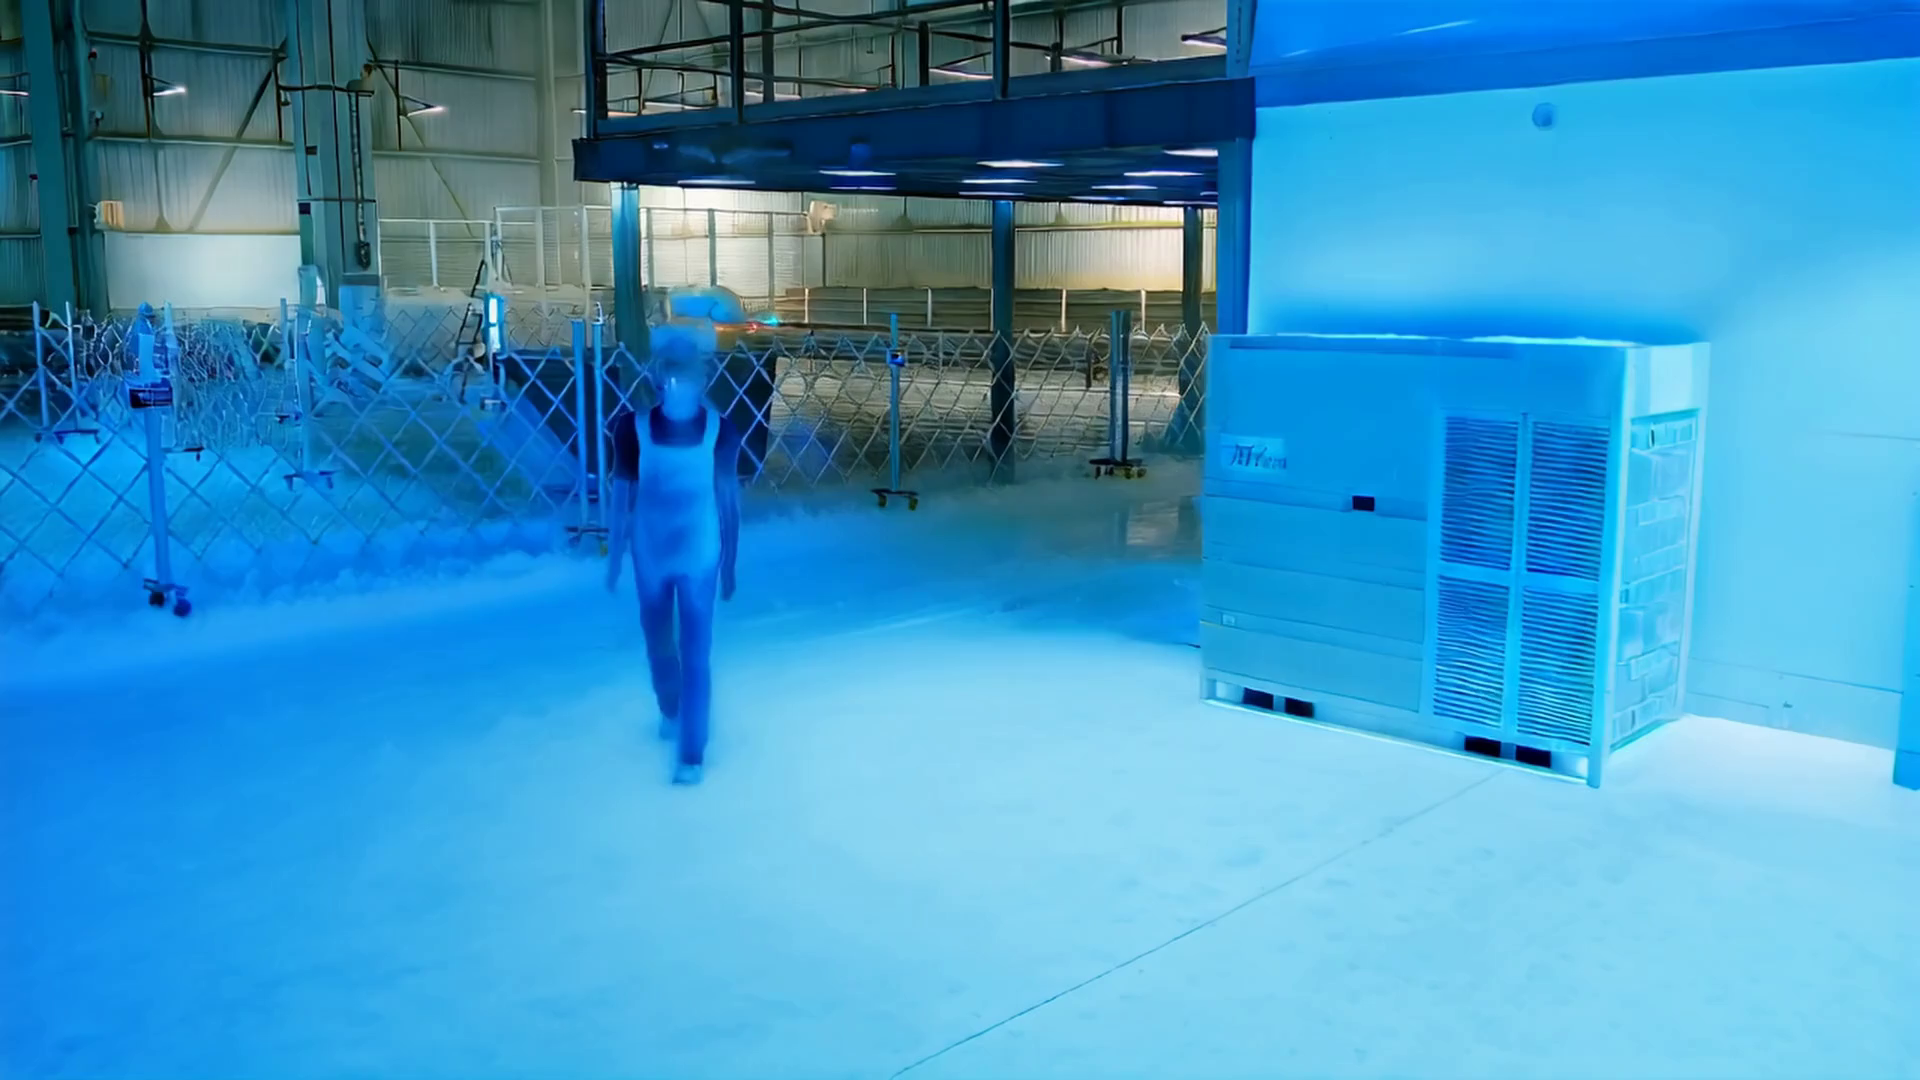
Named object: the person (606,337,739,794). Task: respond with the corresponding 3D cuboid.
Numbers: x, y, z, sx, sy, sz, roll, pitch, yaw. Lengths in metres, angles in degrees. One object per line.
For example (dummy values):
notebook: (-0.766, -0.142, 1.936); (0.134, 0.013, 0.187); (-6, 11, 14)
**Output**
person: (-1.175, 0.060, 6.893); (0.534, 1.812, 0.948); (-1, 9, -6)
